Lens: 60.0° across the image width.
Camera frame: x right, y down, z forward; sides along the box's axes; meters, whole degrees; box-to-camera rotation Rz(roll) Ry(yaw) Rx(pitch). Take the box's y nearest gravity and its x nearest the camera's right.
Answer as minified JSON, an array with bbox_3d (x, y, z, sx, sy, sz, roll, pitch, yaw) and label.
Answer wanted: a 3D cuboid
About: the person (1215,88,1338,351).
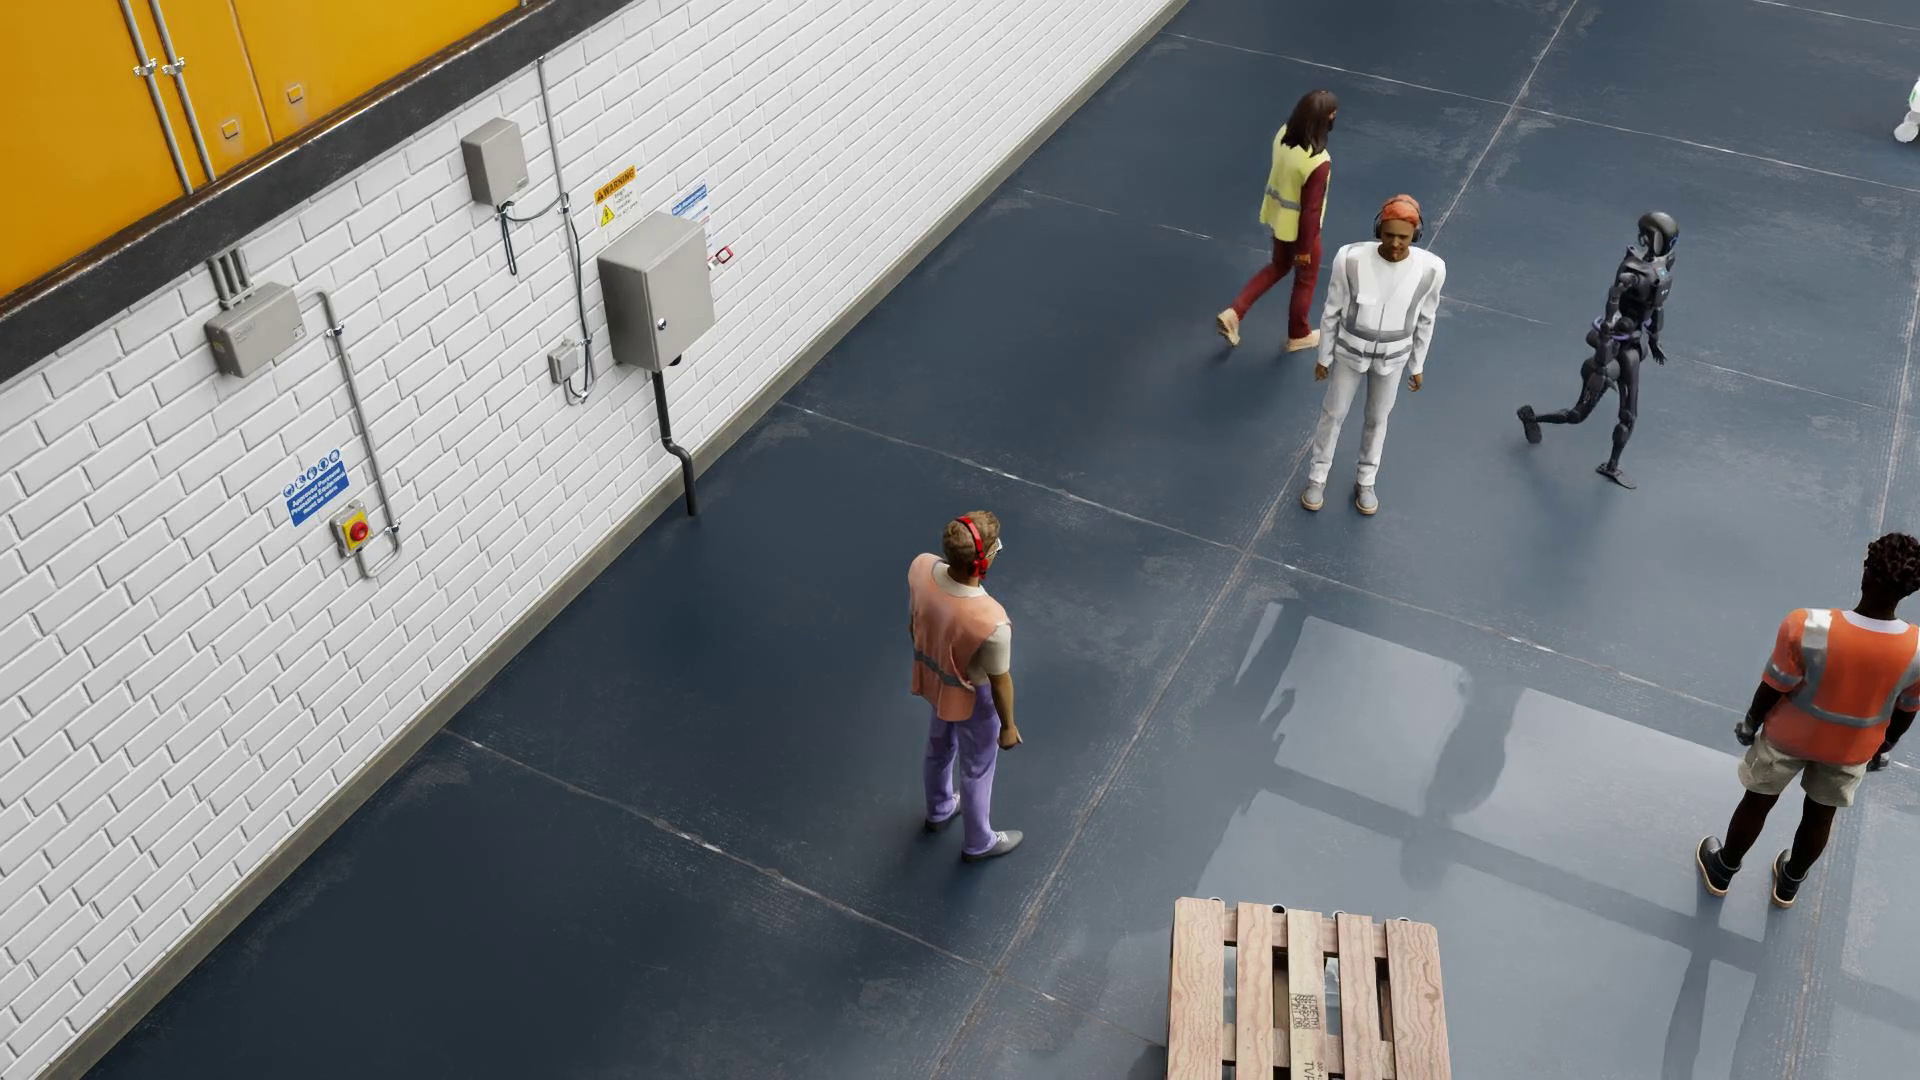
[{"bbox_3d":[1.950,-1.847,9.845,0.666,1.754,0.477,-17,43,-18],"label":"person"}]

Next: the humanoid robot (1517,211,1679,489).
[{"bbox_3d":[3.546,-1.076,9.037,0.601,1.626,0.748,-28,48,-29],"label":"humanoid robot"}]

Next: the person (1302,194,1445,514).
[{"bbox_3d":[2.149,-0.949,8.704,0.572,1.883,0.359,7,41,8],"label":"person"}]

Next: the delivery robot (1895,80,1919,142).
[{"bbox_3d":[7.395,-3.128,12.255,0.801,0.608,0.499,27,48,28],"label":"delivery robot"}]

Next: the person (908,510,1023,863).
[{"bbox_3d":[0.012,0.634,6.895,0.379,1.844,0.568,-29,49,-29],"label":"person"}]

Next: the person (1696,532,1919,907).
[{"bbox_3d":[3.444,0.754,6.666,0.587,1.966,0.368,11,42,12],"label":"person"}]
